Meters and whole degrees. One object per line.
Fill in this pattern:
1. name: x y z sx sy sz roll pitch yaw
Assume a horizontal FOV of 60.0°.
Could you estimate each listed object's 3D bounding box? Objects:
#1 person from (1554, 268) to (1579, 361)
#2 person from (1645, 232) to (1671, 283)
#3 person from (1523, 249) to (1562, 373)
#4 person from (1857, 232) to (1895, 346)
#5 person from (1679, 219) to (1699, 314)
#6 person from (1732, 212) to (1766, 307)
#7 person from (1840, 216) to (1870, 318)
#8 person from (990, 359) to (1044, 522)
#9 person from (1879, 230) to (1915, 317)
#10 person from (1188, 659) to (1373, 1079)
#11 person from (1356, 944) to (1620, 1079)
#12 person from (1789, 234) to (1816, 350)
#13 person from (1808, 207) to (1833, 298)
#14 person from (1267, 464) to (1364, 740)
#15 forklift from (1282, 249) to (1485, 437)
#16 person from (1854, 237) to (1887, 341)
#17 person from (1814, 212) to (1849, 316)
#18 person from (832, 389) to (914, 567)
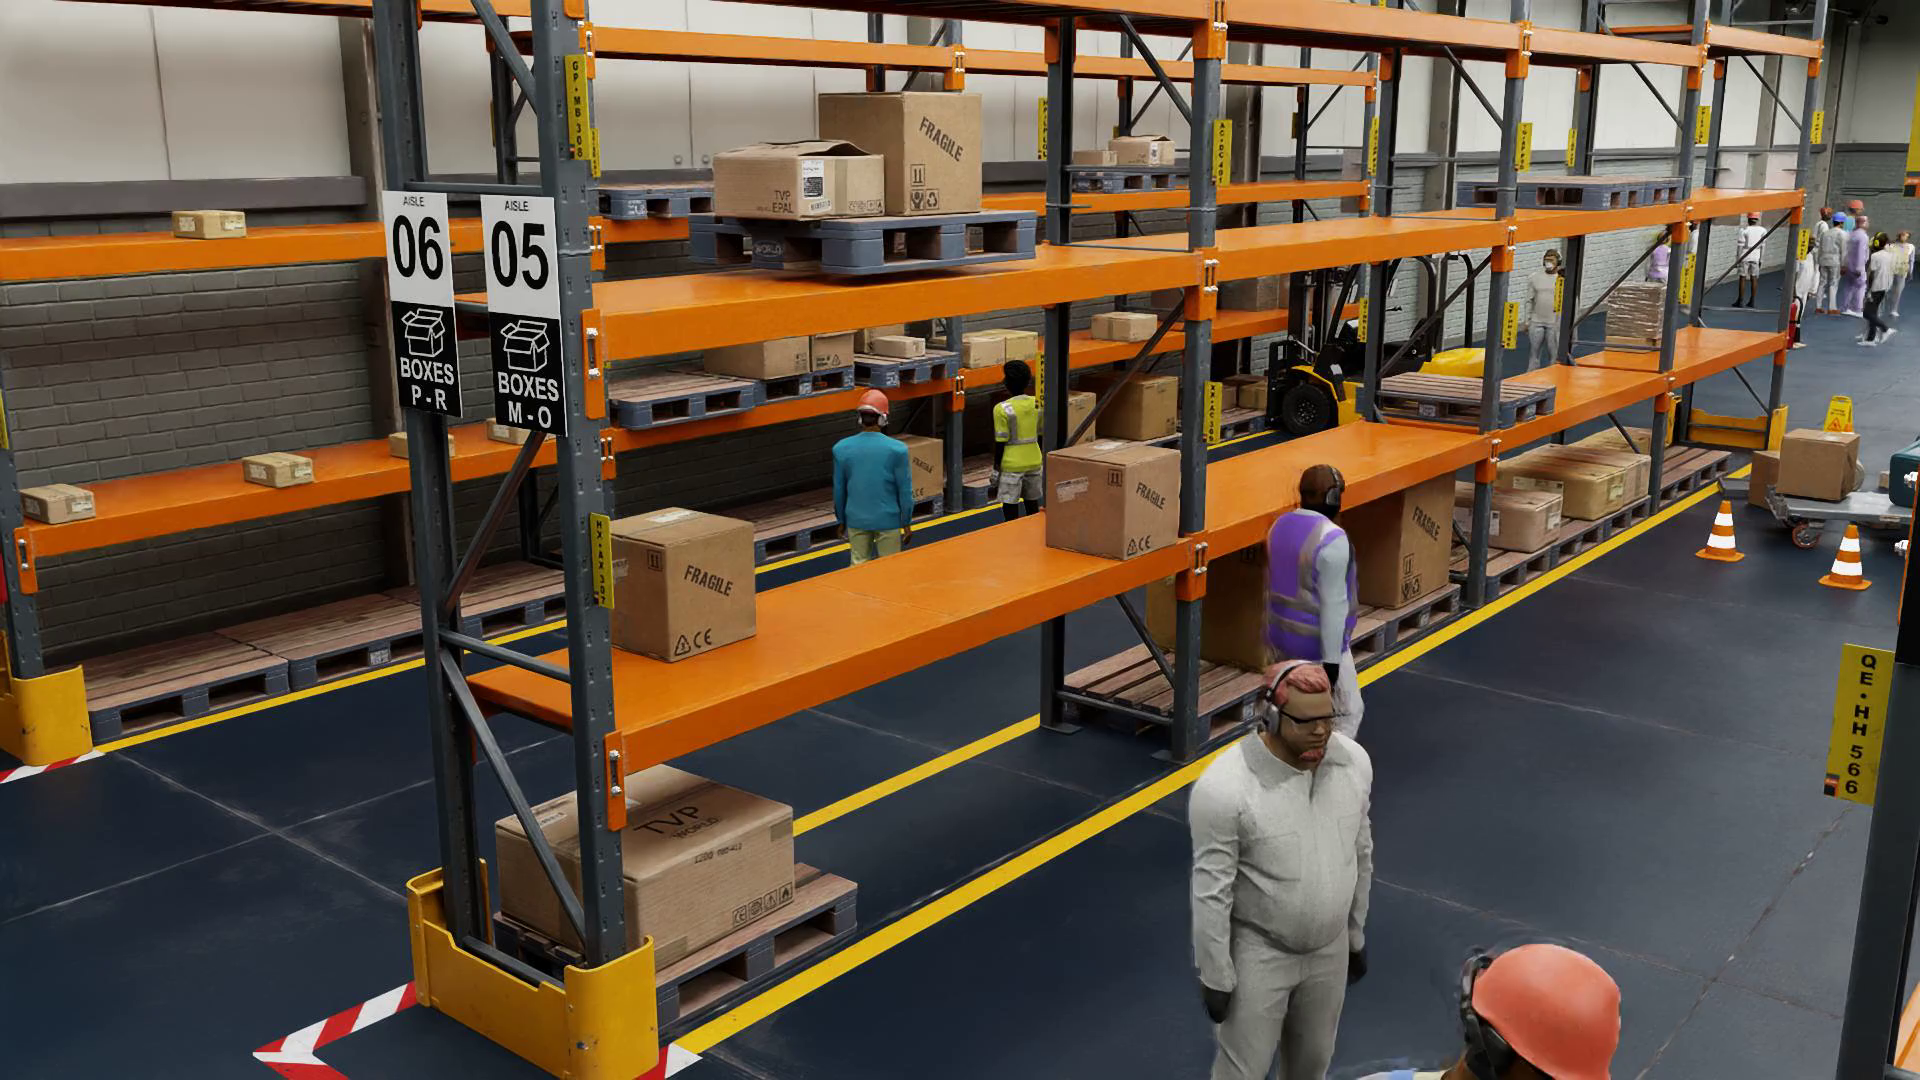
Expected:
1. person: 7.133 -2.280 19.703 0.329 1.874 0.518 5 15 20
2. person: 12.804 -4.800 30.443 0.514 1.639 0.310 8 16 29
3. person: 7.732 -2.854 21.900 0.627 1.940 0.371 10 17 34
4. person: 14.901 -4.035 26.902 0.518 1.855 0.573 -7 15 -27
5. person: 14.082 -5.292 31.990 0.419 1.868 0.578 7 15 25
6. person: 15.675 -5.592 33.051 0.549 1.937 0.358 0 14 -2
7. person: 16.922 -5.147 31.357 0.438 1.888 0.640 0 14 -2
8. person: 0.456 -0.578 13.130 0.532 1.698 0.319 -12 18 -40
9. person: 17.653 -5.025 31.418 0.622 1.614 0.314 3 14 11
10. person: 1.014 1.274 5.190 0.650 1.897 0.395 -7 15 -26
11. person: 0.915 1.679 3.346 0.692 1.992 0.568 0 14 -2
12. person: 13.474 -3.979 26.678 0.507 1.842 0.339 -10 17 -37
13. person: 18.148 -6.060 35.067 0.343 1.882 0.585 3 14 12
14. person: 1.832 0.523 8.419 0.540 1.808 0.679 -5 15 -19
15. forklift: 4.886 -2.214 18.767 2.313 2.155 1.214 11 18 38
16. person: 15.234 -4.191 27.797 0.439 1.730 0.484 4 14 16
17. person: 16.591 -5.248 31.627 0.406 1.947 0.606 -6 15 -22
18. person: -0.575 -0.151 11.281 0.561 1.748 0.332 4 14 14
